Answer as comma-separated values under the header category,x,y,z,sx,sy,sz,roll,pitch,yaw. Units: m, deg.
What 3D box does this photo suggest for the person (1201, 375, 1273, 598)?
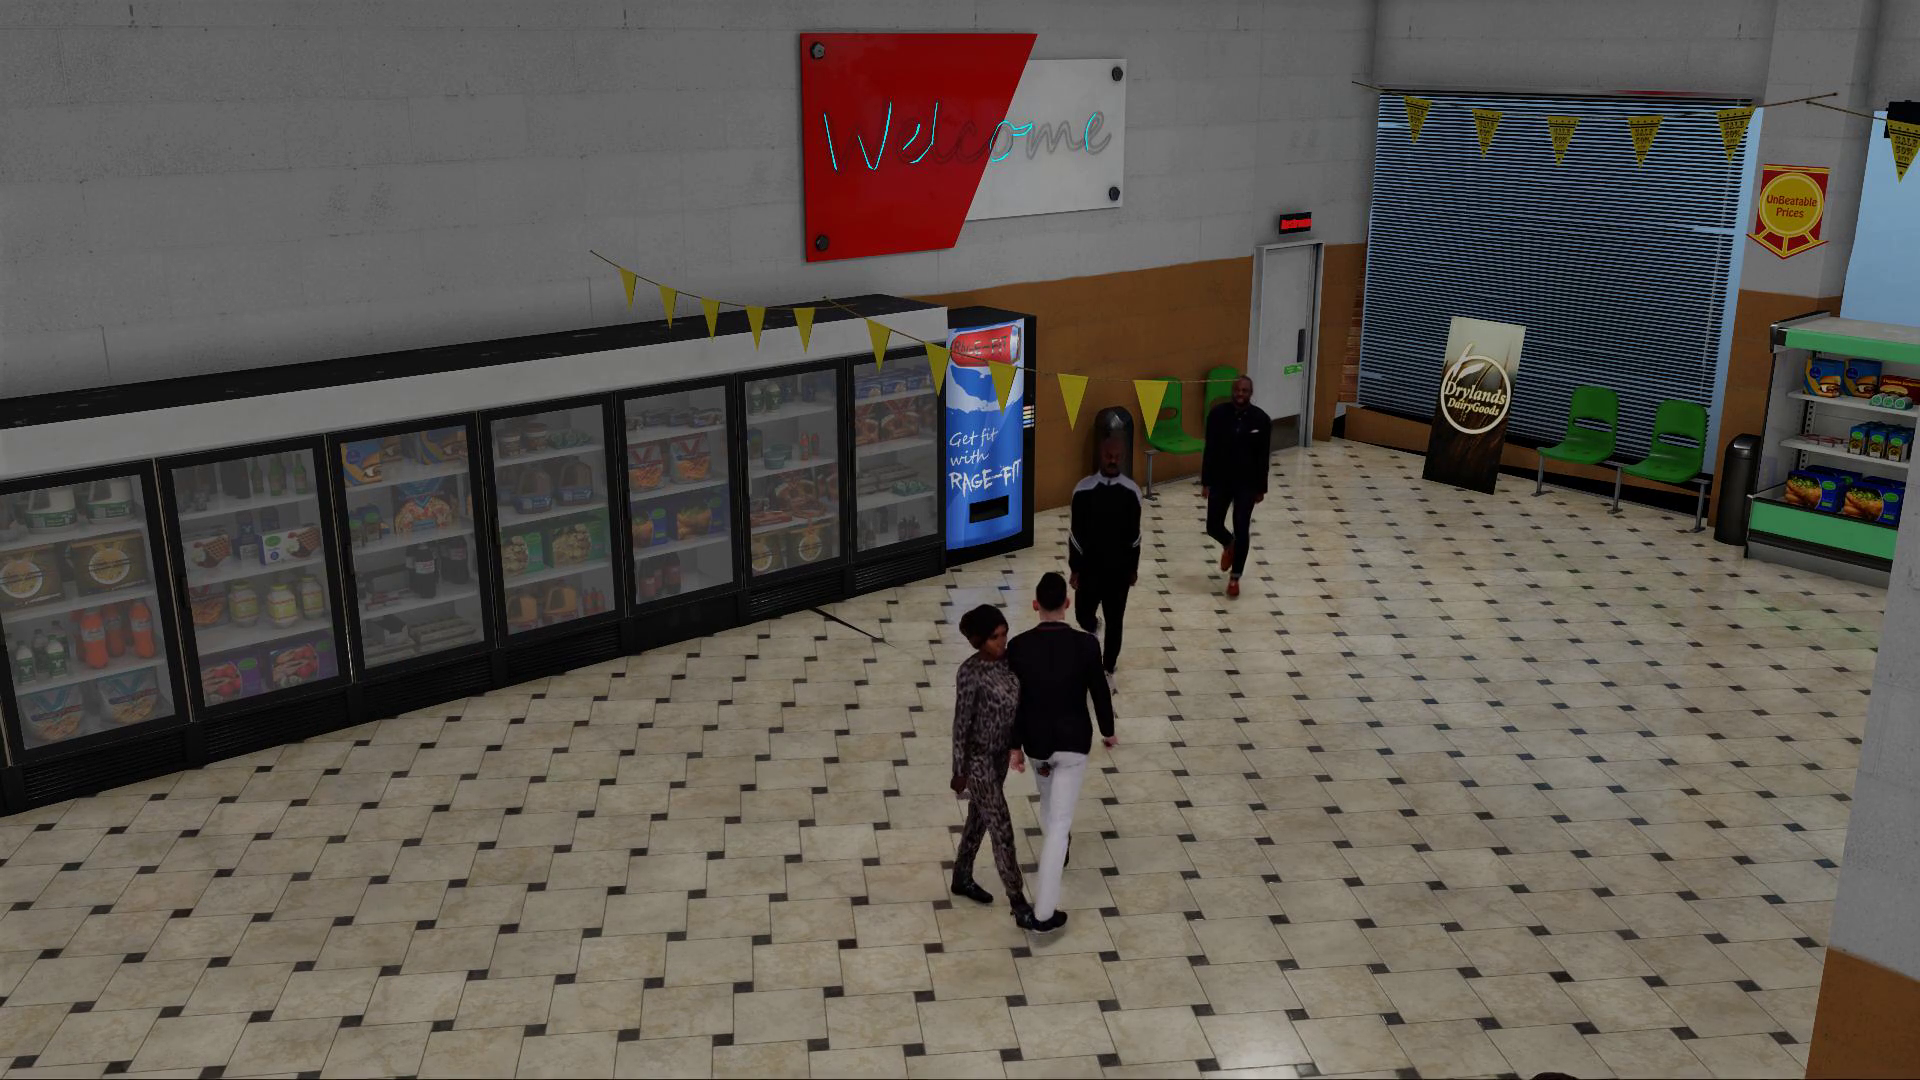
category,x,y,z,sx,sy,sz,roll,pitch,yaw
person,2.267,-0.471,13.652,0.982,1.807,0.998,6,18,20

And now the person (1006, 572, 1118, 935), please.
category,x,y,z,sx,sy,sz,roll,pitch,yaw
person,0.466,1.122,8.465,1.296,1.773,1.244,5,18,15

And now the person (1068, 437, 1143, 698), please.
category,x,y,z,sx,sy,sz,roll,pitch,yaw
person,1.003,0.136,11.663,1.054,1.802,1.091,2,17,8

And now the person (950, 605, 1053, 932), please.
category,x,y,z,sx,sy,sz,roll,pitch,yaw
person,0.080,1.132,8.577,1.012,1.690,0.713,14,22,39
